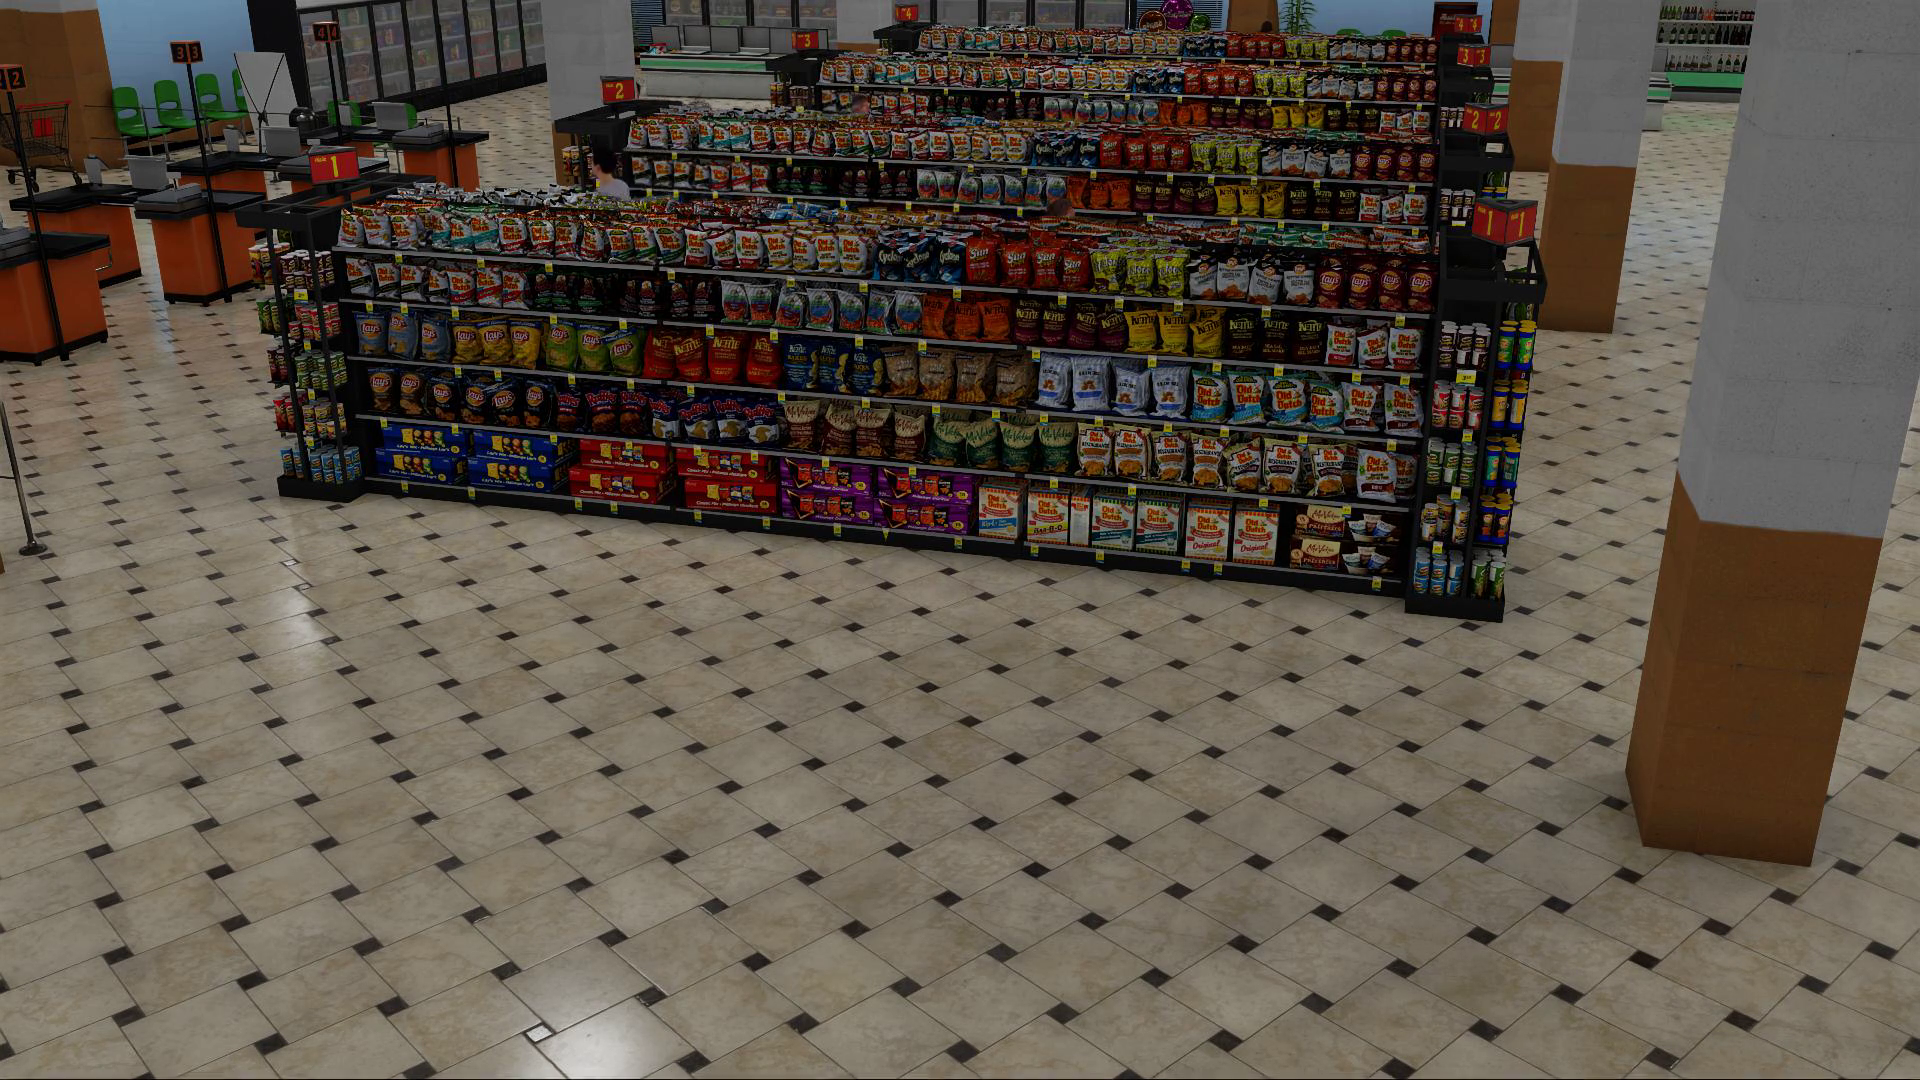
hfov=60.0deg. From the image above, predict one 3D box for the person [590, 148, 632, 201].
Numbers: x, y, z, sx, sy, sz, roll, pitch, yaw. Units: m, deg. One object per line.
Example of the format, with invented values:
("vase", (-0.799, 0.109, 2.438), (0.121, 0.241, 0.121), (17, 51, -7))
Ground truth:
("person", (-2.949, -2.470, 14.534), (0.733, 1.851, 0.720), (7, 23, 17))
